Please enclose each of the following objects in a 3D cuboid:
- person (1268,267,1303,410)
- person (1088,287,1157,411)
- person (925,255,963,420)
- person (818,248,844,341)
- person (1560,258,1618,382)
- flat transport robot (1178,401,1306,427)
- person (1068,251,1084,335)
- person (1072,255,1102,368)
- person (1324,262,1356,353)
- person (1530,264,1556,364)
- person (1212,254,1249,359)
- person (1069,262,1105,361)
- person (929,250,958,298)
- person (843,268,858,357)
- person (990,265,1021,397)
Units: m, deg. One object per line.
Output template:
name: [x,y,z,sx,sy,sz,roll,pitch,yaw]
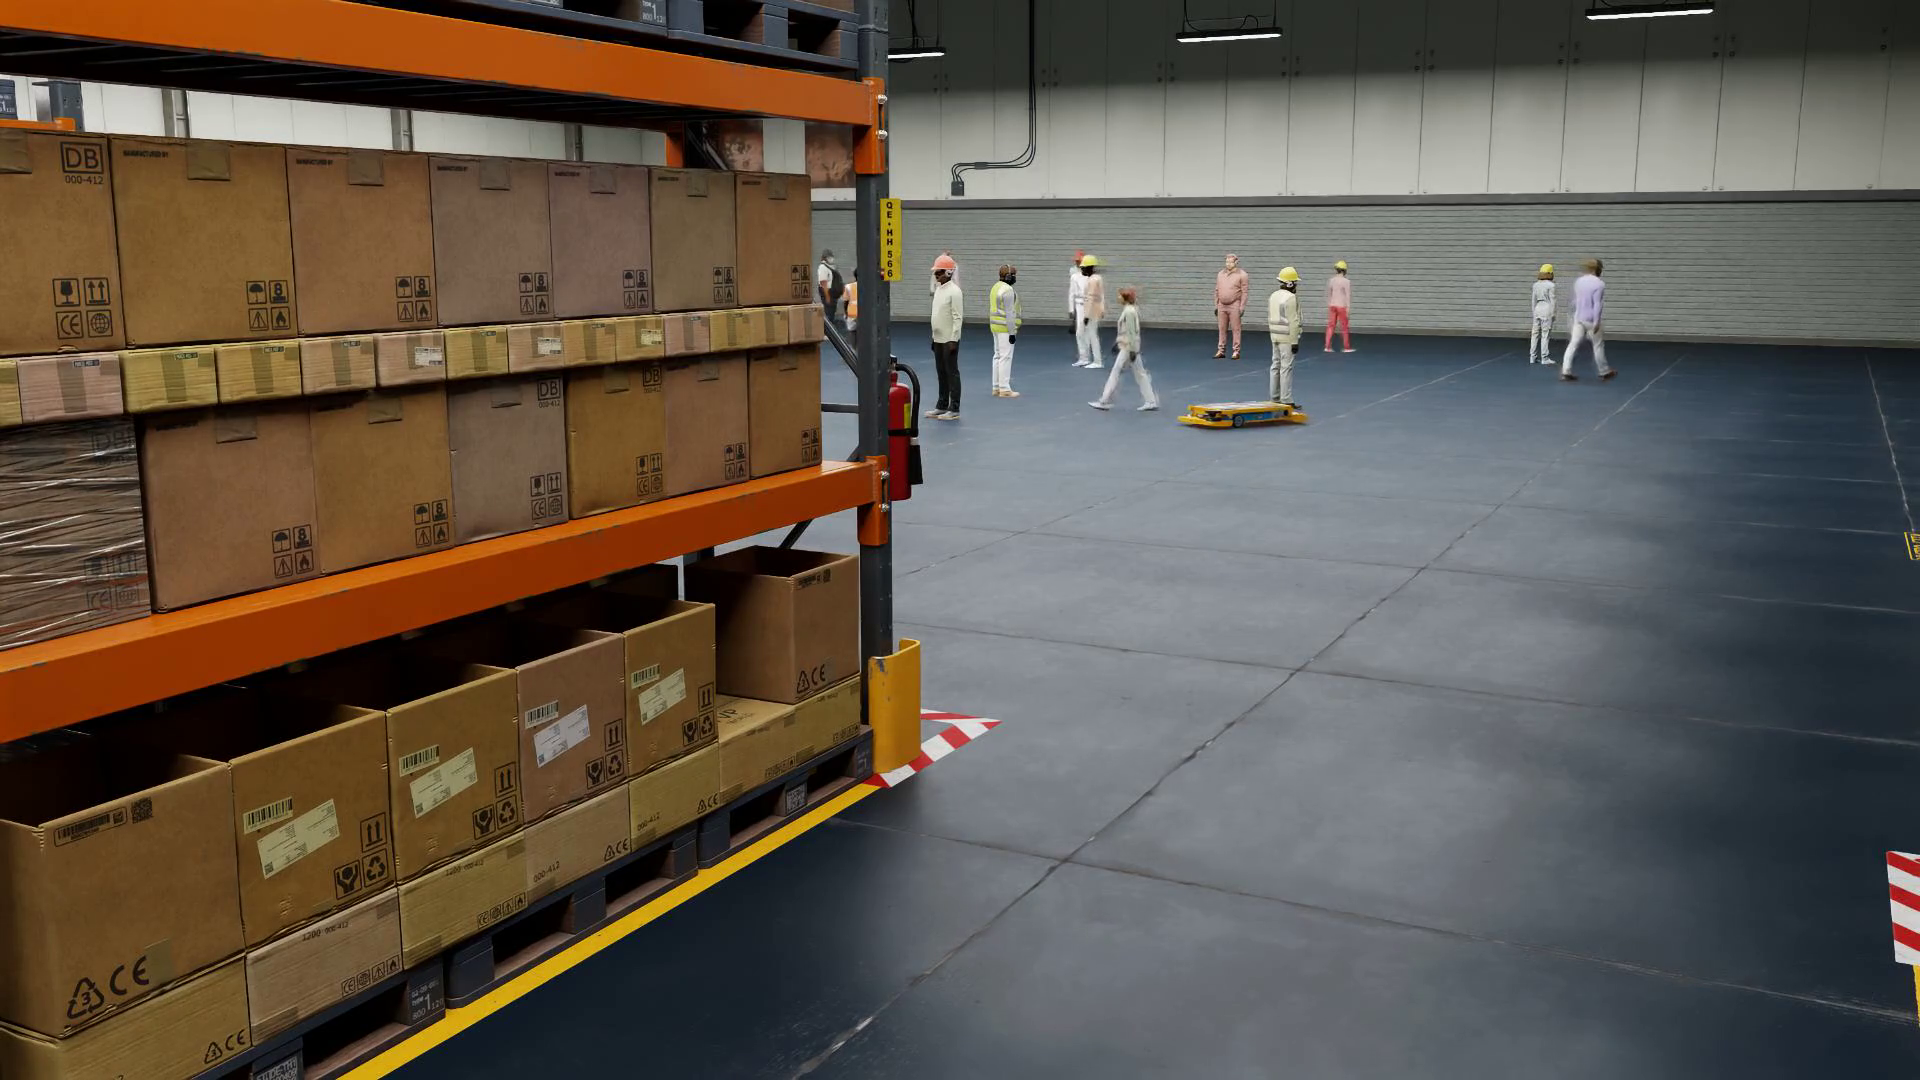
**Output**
person: [4.200,-2.588,21.423,0.403,1.834,0.588,-4,11,-19]
person: [2.122,-2.436,21.259,0.882,1.590,0.507,2,11,10]
person: [-0.180,-2.462,20.296,0.376,1.995,0.612,-6,12,-28]
person: [-2.748,-5.253,35.387,0.534,2.000,0.771,2,11,9]
person: [9.665,-3.365,25.515,1.025,1.884,0.651,-4,11,-22]
flat transport robot: [3.361,-1.510,19.809,1.431,0.197,0.652,-6,12,-30]
person: [2.732,-5.594,37.701,0.552,1.865,1.040,3,11,17]
person: [2.117,-3.838,28.047,0.667,1.903,0.607,0,10,2]
person: [7.282,-4.433,31.835,0.629,1.742,0.542,-8,13,-37]
person: [10.247,-3.963,29.168,0.294,1.744,0.487,-6,12,-29]
person: [4.897,-4.238,30.219,0.643,1.908,0.411,8,13,36]
person: [2.270,-4.084,29.526,0.601,1.845,0.909,-1,10,-6]
person: [-0.406,-5.805,38.828,0.639,1.875,0.897,5,12,25]
person: [-1.781,-4.013,29.595,0.558,1.676,0.553,1,10,7]
person: [0.636,-2.901,23.135,0.429,1.835,0.630,-3,11,-17]
